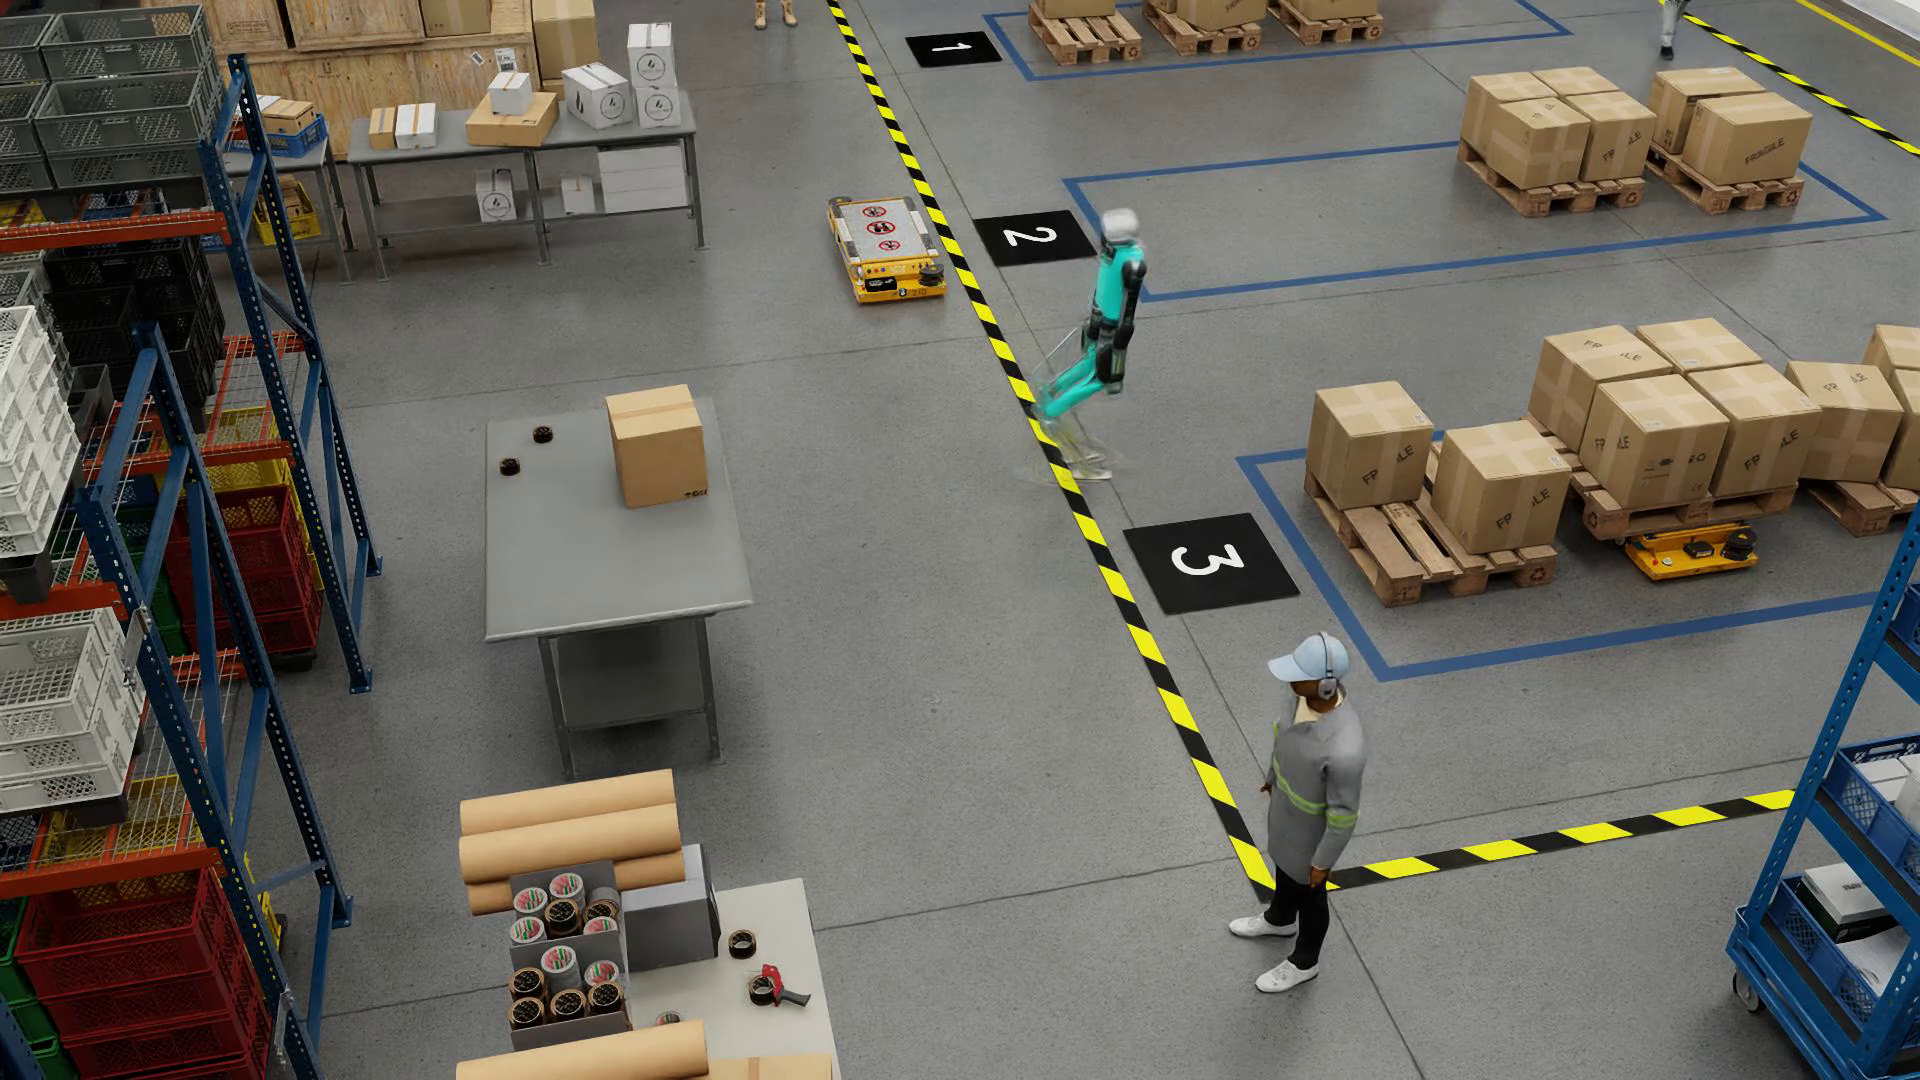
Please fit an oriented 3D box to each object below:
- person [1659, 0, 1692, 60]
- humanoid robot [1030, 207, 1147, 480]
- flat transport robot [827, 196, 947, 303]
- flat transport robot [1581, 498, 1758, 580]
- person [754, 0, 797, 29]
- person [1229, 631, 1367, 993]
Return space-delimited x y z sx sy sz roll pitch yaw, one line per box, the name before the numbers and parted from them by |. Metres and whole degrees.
person | 6.937 -5.562 15.756 0.592 1.793 0.903 8 37 11
humanoid robot | 0.681 -1.108 9.700 0.735 1.677 0.533 -7 37 -10
flat transport robot | -0.570 -2.220 12.538 0.659 0.231 1.431 -8 37 -10
flat transport robot | 4.062 -0.294 9.926 0.652 0.197 1.431 -8 37 -10
person | -1.847 -6.009 16.141 0.613 2.047 0.356 -8 37 -11
person | 1.360 1.107 6.740 0.398 1.850 0.596 -7 37 -9
